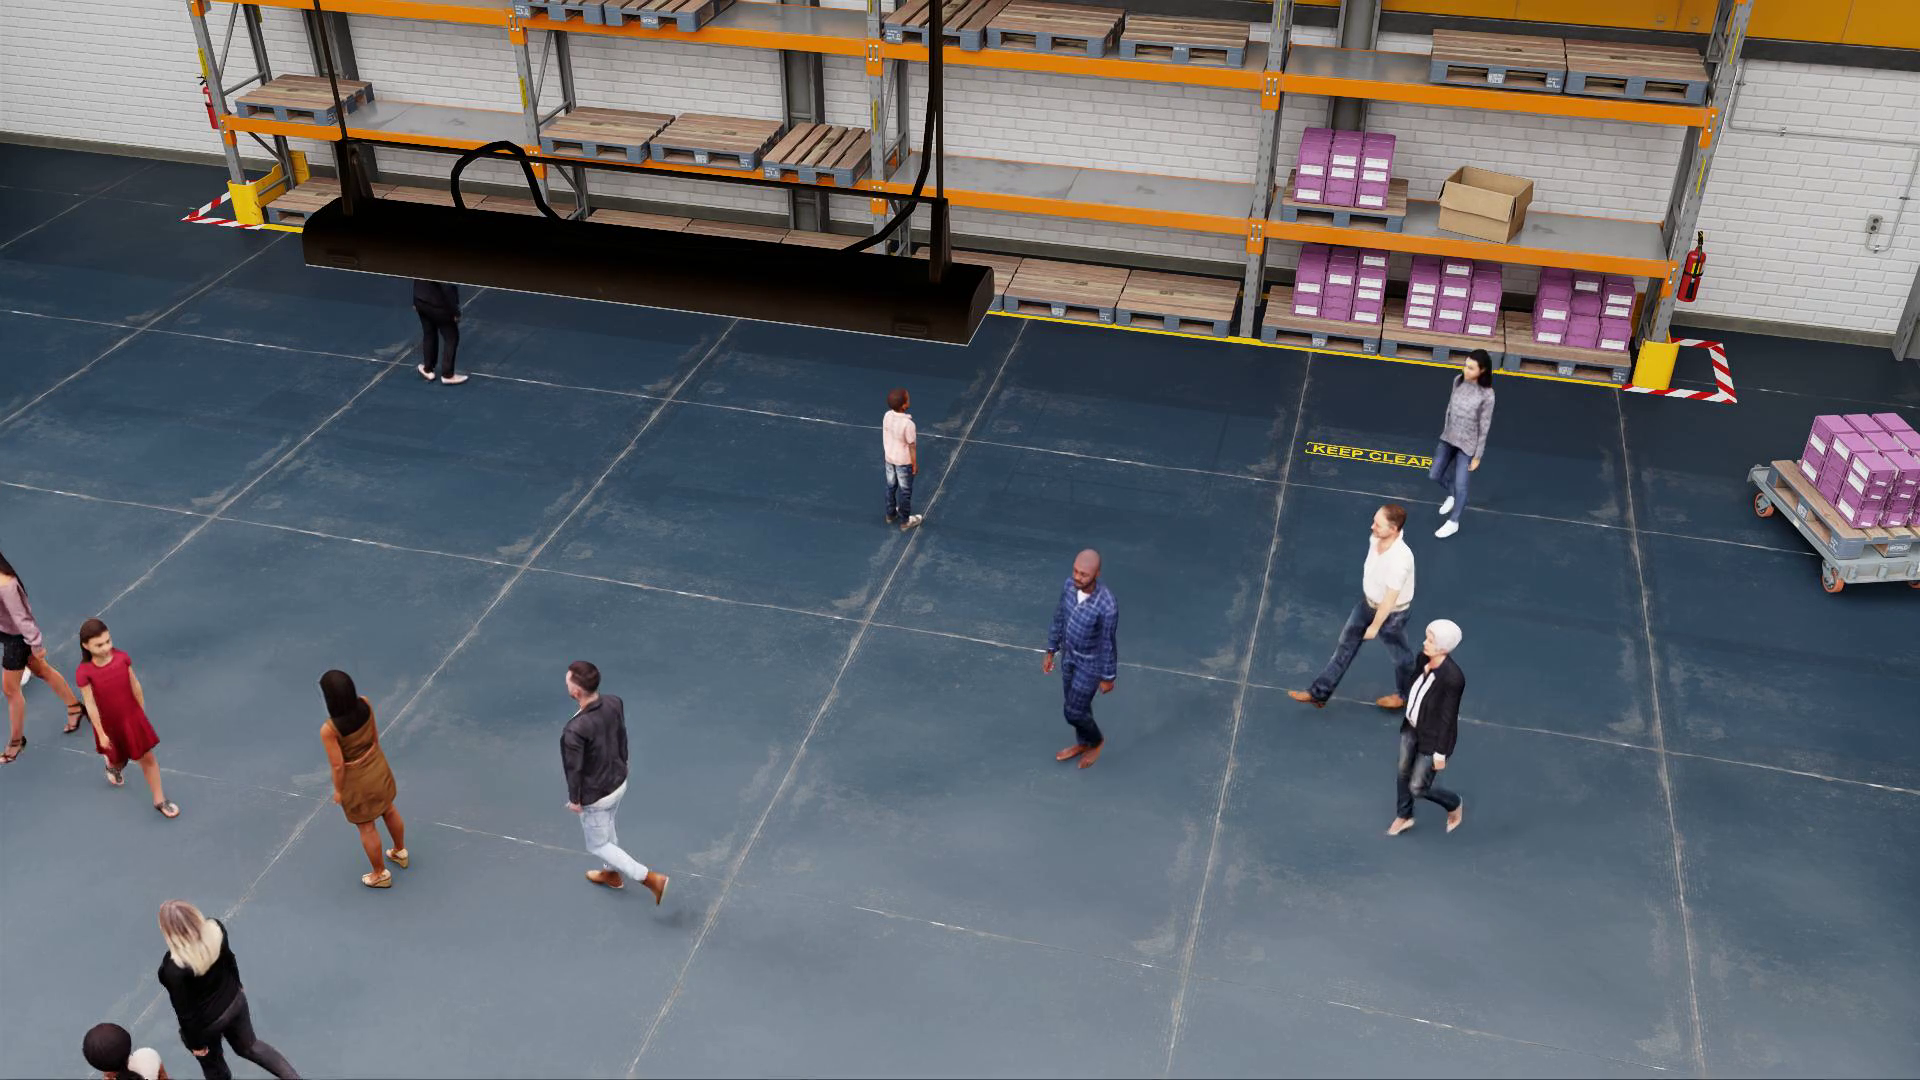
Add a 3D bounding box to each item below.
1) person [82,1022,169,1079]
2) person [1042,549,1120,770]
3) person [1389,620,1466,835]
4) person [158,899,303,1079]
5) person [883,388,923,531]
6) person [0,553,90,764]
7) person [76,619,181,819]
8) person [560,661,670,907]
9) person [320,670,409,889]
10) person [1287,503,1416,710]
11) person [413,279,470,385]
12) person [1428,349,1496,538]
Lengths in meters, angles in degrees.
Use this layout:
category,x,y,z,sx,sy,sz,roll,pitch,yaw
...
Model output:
category,x,y,z,sx,sy,sz,roll,pitch,yaw
person,-3.888,3.015,8.148,1.049,1.723,0.647,13,36,19
person,0.914,0.779,11.439,0.862,1.805,0.794,-20,39,-27
person,3.111,1.294,10.815,0.930,1.772,0.932,-7,34,-11
person,-3.903,2.556,8.889,0.986,1.668,0.605,8,34,12
person,-0.524,-0.704,14.119,0.528,1.308,0.618,26,41,33
person,-6.500,0.653,11.646,0.971,1.785,0.955,28,43,36
person,-5.649,1.162,11.102,0.979,1.539,0.783,26,41,33
person,-2.154,1.550,10.262,1.000,1.823,0.760,12,36,18
person,-3.761,1.494,10.466,0.541,1.690,0.581,13,36,19
person,3.112,0.529,11.825,1.317,1.794,1.025,-6,34,-9
person,-5.162,-2.266,16.215,0.744,1.589,0.940,14,36,20
person,4.277,-0.832,13.937,0.839,1.721,0.777,-22,40,-30
